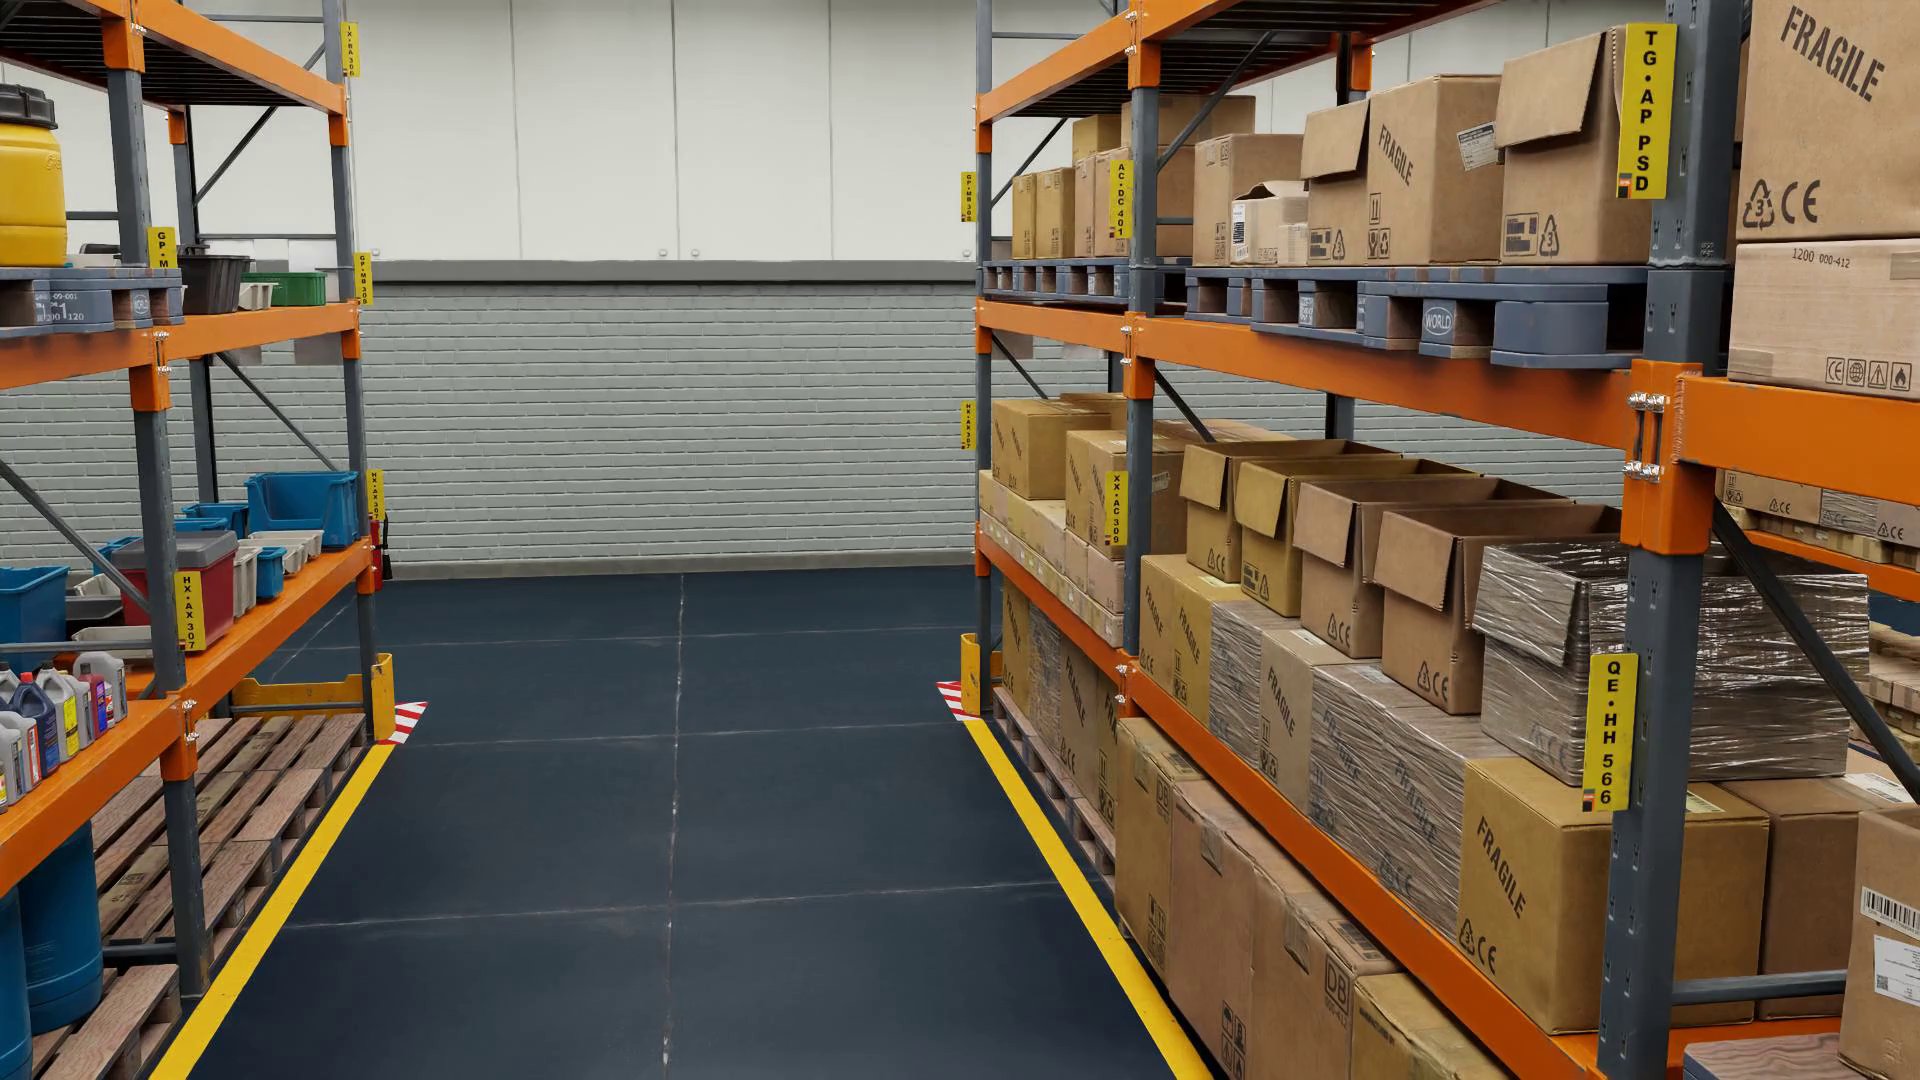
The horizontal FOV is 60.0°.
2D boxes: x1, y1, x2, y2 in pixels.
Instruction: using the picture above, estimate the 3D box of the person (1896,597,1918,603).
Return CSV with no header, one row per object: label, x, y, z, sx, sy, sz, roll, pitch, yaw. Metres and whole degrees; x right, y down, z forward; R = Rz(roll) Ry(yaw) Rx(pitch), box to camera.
person,8.816,-0.353,15.198,0.323,1.870,0.518,7,12,37
